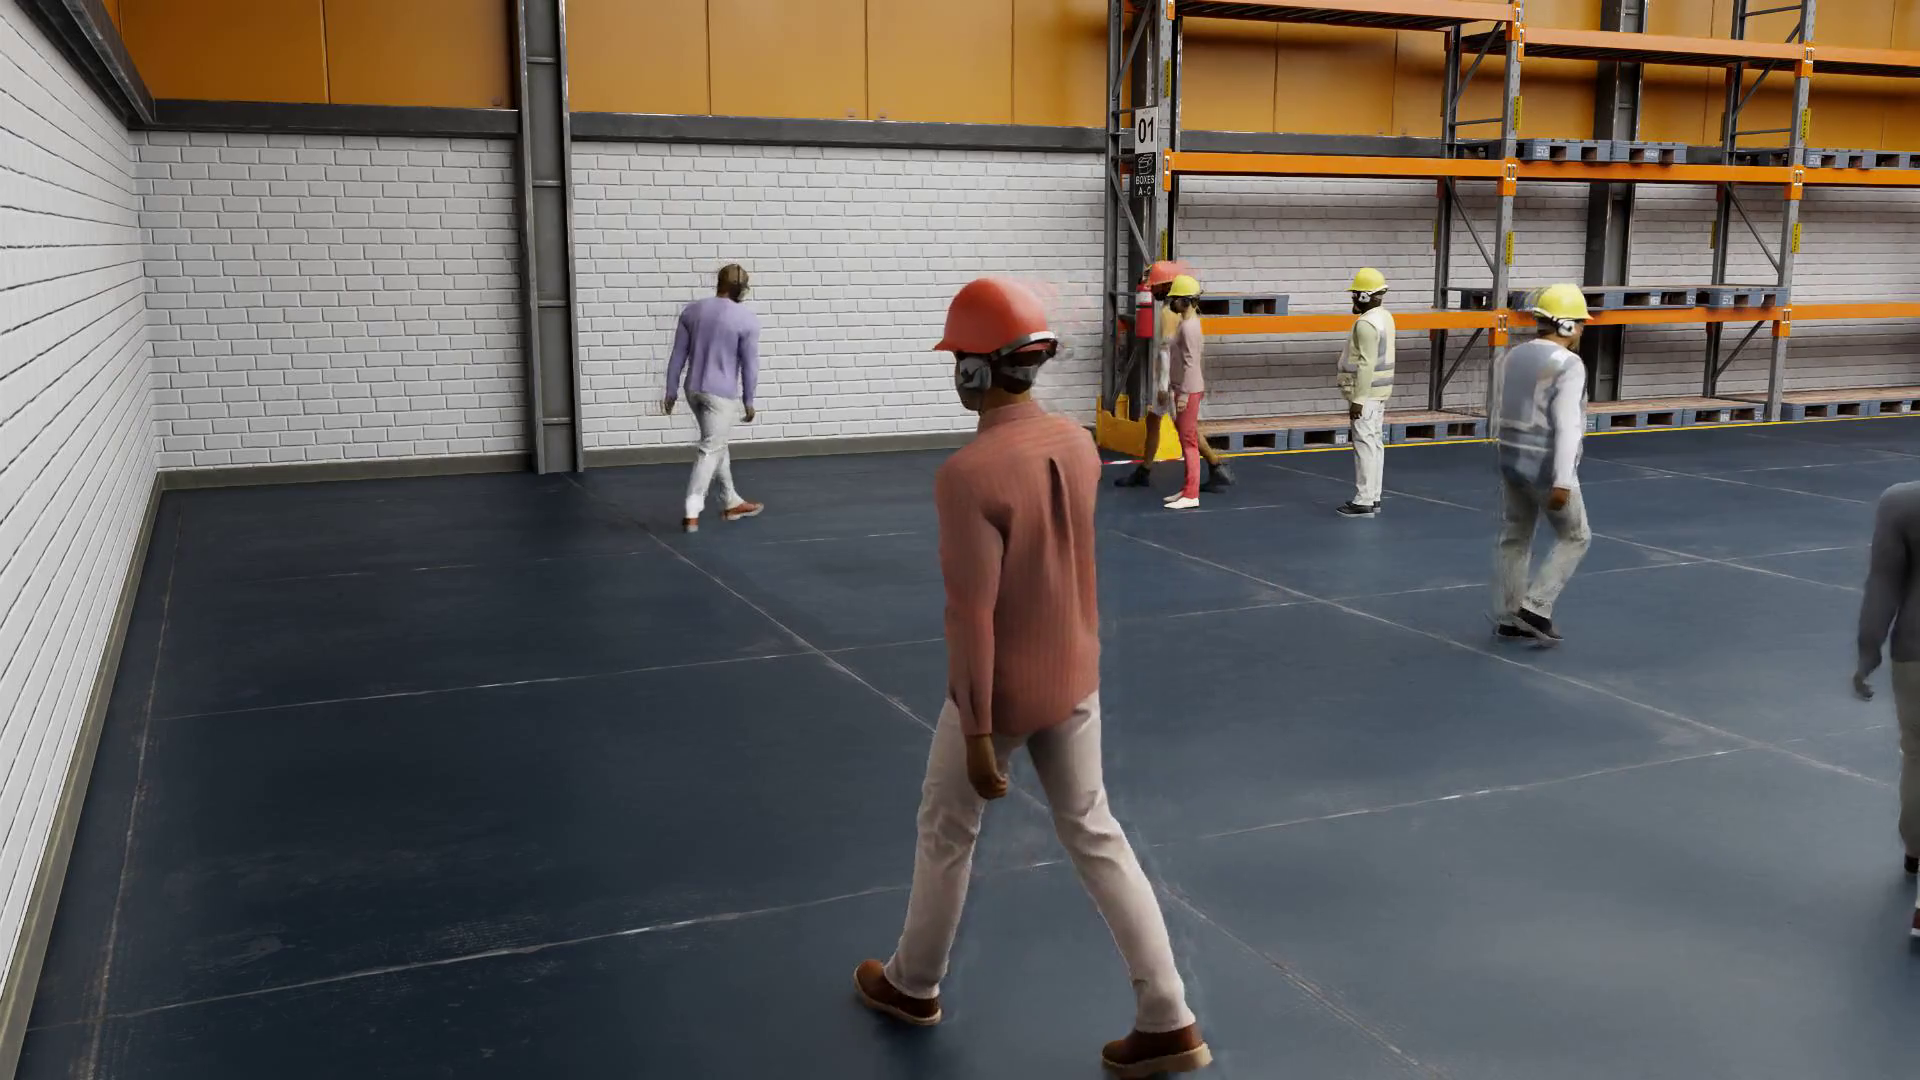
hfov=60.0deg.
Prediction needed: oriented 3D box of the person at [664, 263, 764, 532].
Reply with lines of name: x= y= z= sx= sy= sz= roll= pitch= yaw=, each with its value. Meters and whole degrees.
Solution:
person: x=-1.737 y=-1.009 z=11.791 sx=0.653 sy=1.879 sz=0.860 roll=6 pitch=12 yaw=32

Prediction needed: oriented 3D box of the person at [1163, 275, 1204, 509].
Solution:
person: x=1.702 y=-1.120 z=12.668 sx=0.311 sy=1.768 sz=0.533 roll=1 pitch=10 yaw=8

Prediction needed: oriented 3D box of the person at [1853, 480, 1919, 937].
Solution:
person: x=2.968 y=0.357 z=4.959 sx=0.506 sy=1.580 sz=0.884 roll=8 pitch=13 yaw=38

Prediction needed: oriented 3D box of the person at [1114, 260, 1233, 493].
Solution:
person: x=1.774 y=-1.320 z=13.476 sx=0.977 sy=1.885 sz=0.553 roll=3 pitch=11 yaw=16

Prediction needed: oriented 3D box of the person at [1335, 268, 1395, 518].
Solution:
person: x=2.985 y=-1.083 z=12.271 sx=0.404 sy=1.830 sz=0.603 roll=5 pitch=11 yaw=27

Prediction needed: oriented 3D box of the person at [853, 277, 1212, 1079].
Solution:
person: x=0.172 y=0.344 z=4.040 sx=1.037 sy=1.952 sz=0.627 roll=9 pitch=14 yaw=42

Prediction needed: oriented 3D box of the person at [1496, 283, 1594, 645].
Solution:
person: x=2.908 y=-0.362 z=8.314 sx=0.421 sy=1.817 sz=0.610 roll=-4 pitch=11 yaw=-19
